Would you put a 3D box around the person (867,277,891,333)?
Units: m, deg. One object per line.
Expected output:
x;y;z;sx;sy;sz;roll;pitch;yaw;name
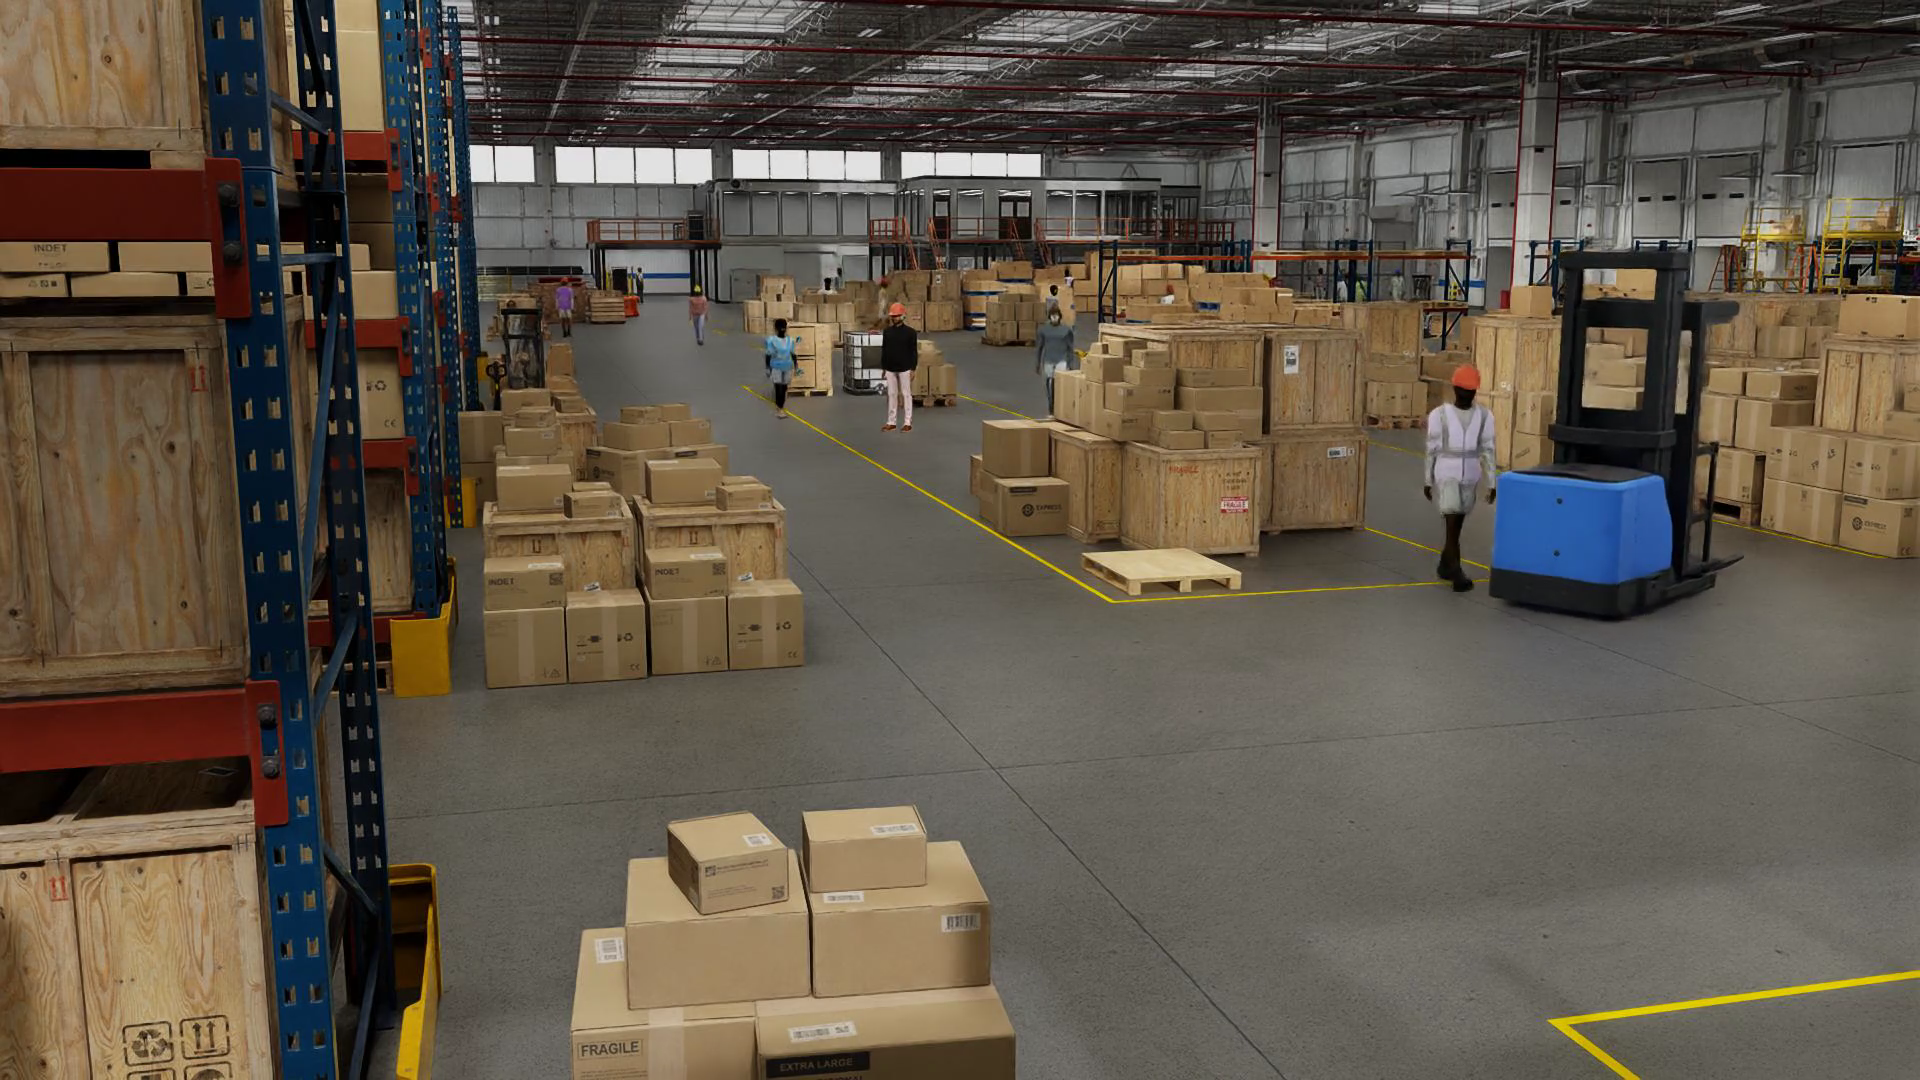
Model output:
-2.474;-7.348;52.568;0.939;1.903;0.556;0;10;1;person

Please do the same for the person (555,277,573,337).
-12.596;-7.410;52.918;0.573;1.885;0.970;-3;11;-17;person

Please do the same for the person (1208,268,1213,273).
11.964;-12.100;79.545;0.600;1.867;0.468;7;12;34;person

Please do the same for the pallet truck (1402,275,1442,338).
14.620;-7.324;52.145;0.823;1.965;1.885;8;13;40;pallet truck

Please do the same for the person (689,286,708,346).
-7.613;-6.526;48.414;0.533;1.725;0.924;-1;10;-5;person

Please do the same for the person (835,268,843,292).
-5.600;-11.546;76.332;0.634;1.897;0.607;4;11;21;person

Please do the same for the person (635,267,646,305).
-15.745;-12.496;81.861;0.508;1.846;0.345;7;12;35;person

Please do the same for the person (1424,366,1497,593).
4.213;-0.528;14.002;0.559;1.880;1.053;0;10;1;person

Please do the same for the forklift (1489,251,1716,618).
5.237;-0.917;13.368;1.873;2.768;1.129;-10;14;-43;forklift

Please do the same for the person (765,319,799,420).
-2.916;-2.821;27.601;0.545;1.661;0.806;-6;12;-33;person

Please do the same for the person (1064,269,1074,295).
4.448;-10.326;69.399;0.590;1.910;0.379;2;10;12;person

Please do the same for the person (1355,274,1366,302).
15.232;-9.279;63.694;0.633;1.823;0.622;-2;10;-10;person

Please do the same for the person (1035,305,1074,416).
1.564;-2.920;27.455;0.632;1.919;0.708;1;10;6;person

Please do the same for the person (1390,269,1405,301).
18.848;-10.751;71.809;0.596;1.916;0.924;-2;10;-12;person

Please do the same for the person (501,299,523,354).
-10.470;-4.802;38.879;0.522;1.638;0.310;-6;12;-31;person

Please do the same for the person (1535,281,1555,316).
14.356;-5.421;41.244;0.698;2.000;0.543;1;10;8;person

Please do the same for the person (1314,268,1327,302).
17.200;-12.070;79.460;0.633;1.843;0.429;9;14;43;person

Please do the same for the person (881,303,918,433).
-0.954;-2.652;25.697;0.622;1.993;0.382;5;11;27;person

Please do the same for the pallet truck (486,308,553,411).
-6.242;-2.418;24.362;0.823;1.965;1.885;1;10;3;pallet truck

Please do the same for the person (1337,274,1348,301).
14.754;-9.276;63.643;0.557;1.834;0.713;6;12;30;person

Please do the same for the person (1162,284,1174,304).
5.541;-5.734;43.465;0.586;1.879;0.352;6;12;31;person

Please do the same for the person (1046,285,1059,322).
2.456;-5.817;44.042;0.326;1.853;0.507;-8;12;-36;person

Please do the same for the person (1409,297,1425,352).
8.463;-3.610;31.334;0.634;1.921;0.458;-5;11;-26;person

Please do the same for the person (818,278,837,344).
-3.871;-6.682;48.609;0.607;1.962;0.373;-4;11;-21;person
